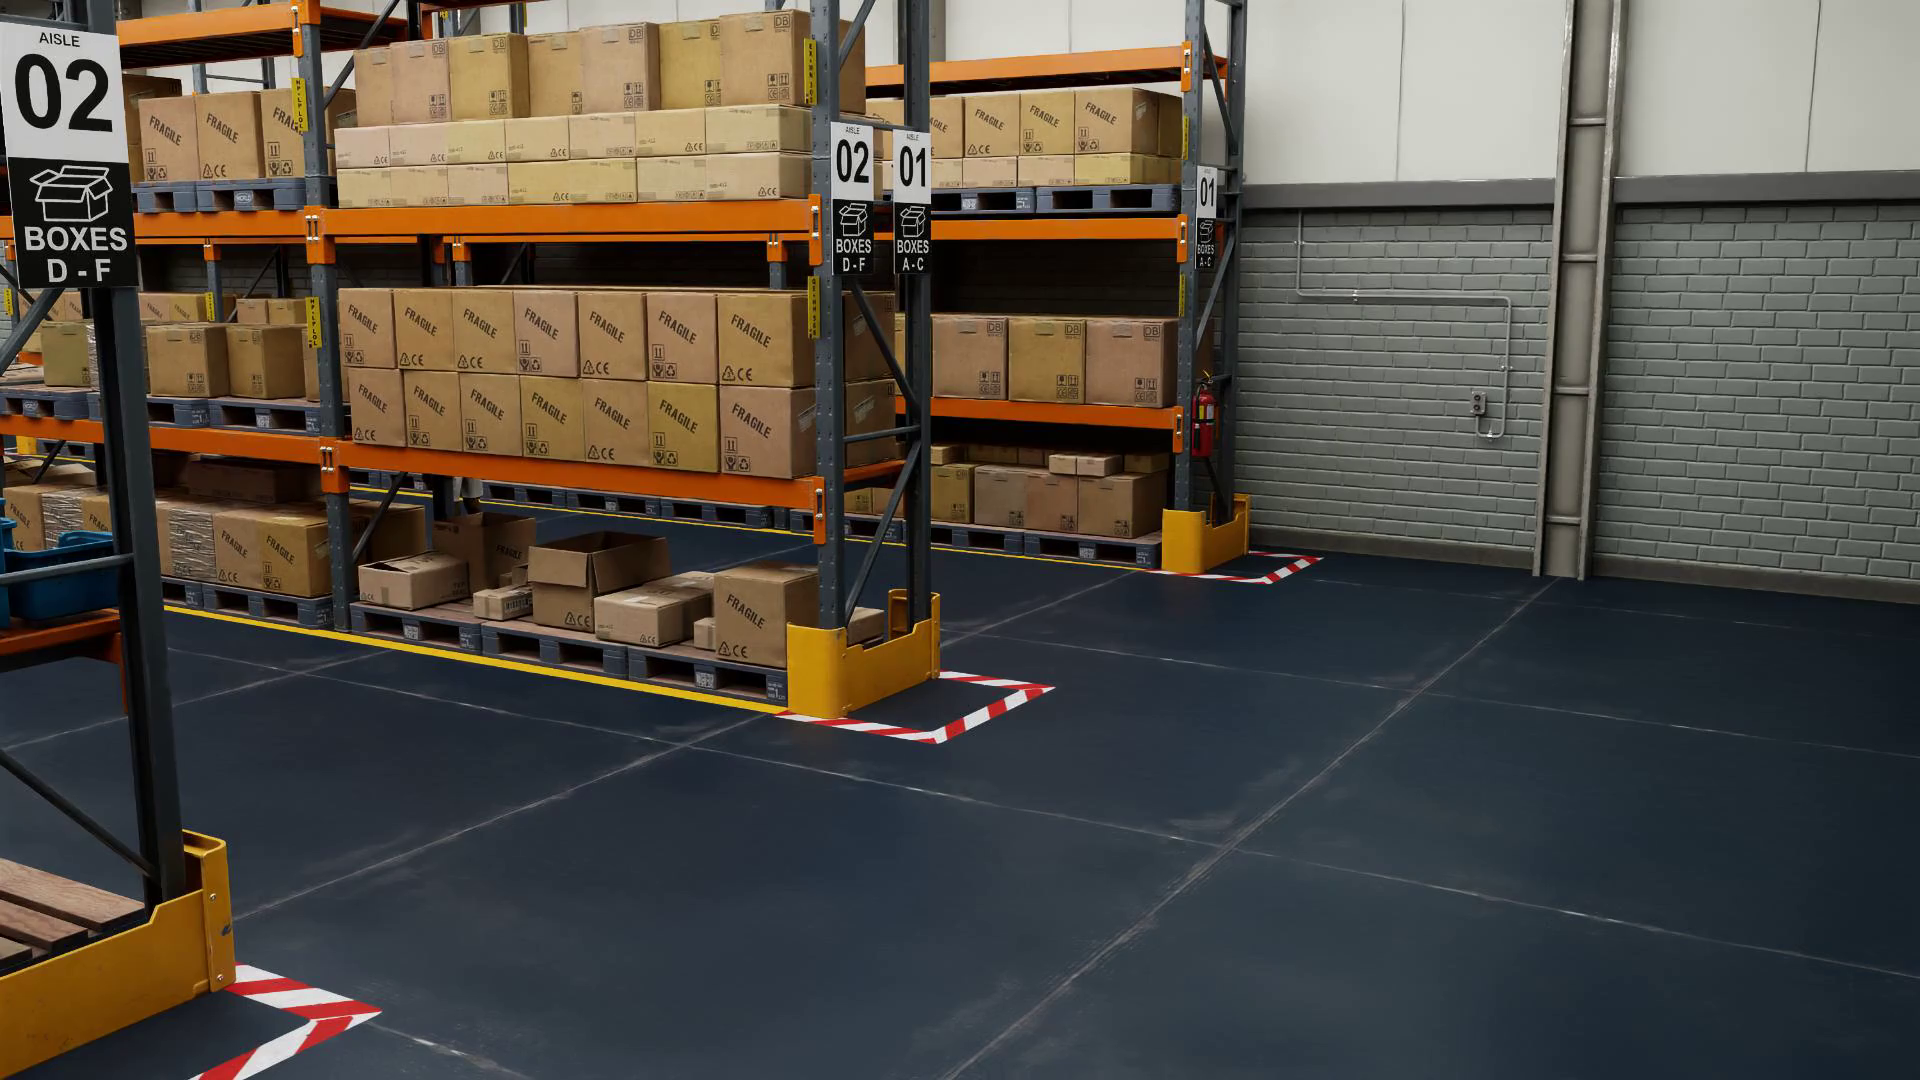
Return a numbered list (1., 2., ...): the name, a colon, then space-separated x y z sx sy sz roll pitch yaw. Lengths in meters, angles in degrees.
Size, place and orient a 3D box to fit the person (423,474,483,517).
1. person: -3.891 -0.650 12.762 0.383 2.036 0.605 5 11 26
